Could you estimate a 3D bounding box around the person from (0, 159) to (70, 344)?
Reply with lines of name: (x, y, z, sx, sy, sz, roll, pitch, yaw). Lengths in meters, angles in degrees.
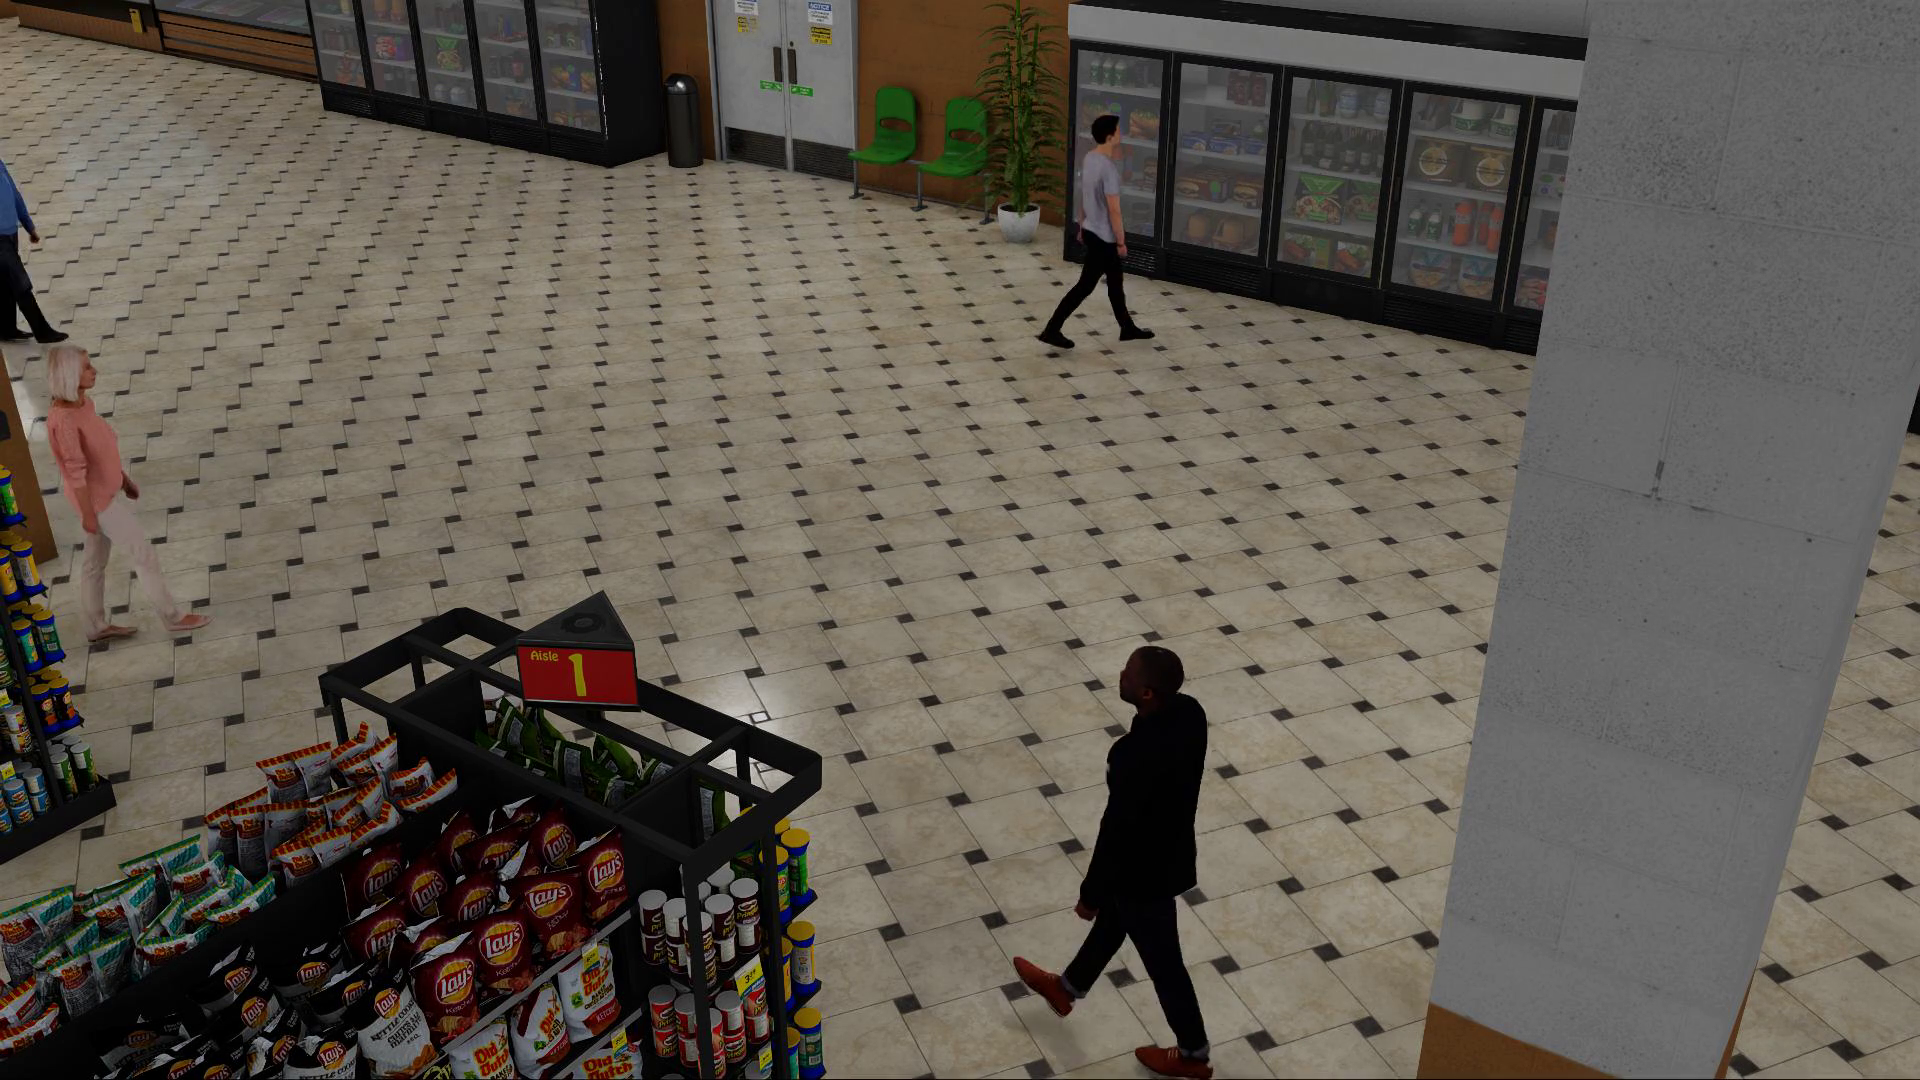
person: (-7.661, -2.414, 13.095, 1.001, 1.798, 0.979, 1, 27, 3)

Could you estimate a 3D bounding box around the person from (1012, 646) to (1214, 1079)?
person: (0.754, 1.217, 5.957, 0.916, 1.778, 1.096, 11, 29, 21)

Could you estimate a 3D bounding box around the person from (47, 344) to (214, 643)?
person: (-4.686, -0.210, 8.853, 1.002, 1.705, 0.895, -10, 28, -18)

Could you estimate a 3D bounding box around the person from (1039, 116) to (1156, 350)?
person: (1.000, -2.327, 12.901, 1.272, 1.818, 1.201, -5, 27, -11)
